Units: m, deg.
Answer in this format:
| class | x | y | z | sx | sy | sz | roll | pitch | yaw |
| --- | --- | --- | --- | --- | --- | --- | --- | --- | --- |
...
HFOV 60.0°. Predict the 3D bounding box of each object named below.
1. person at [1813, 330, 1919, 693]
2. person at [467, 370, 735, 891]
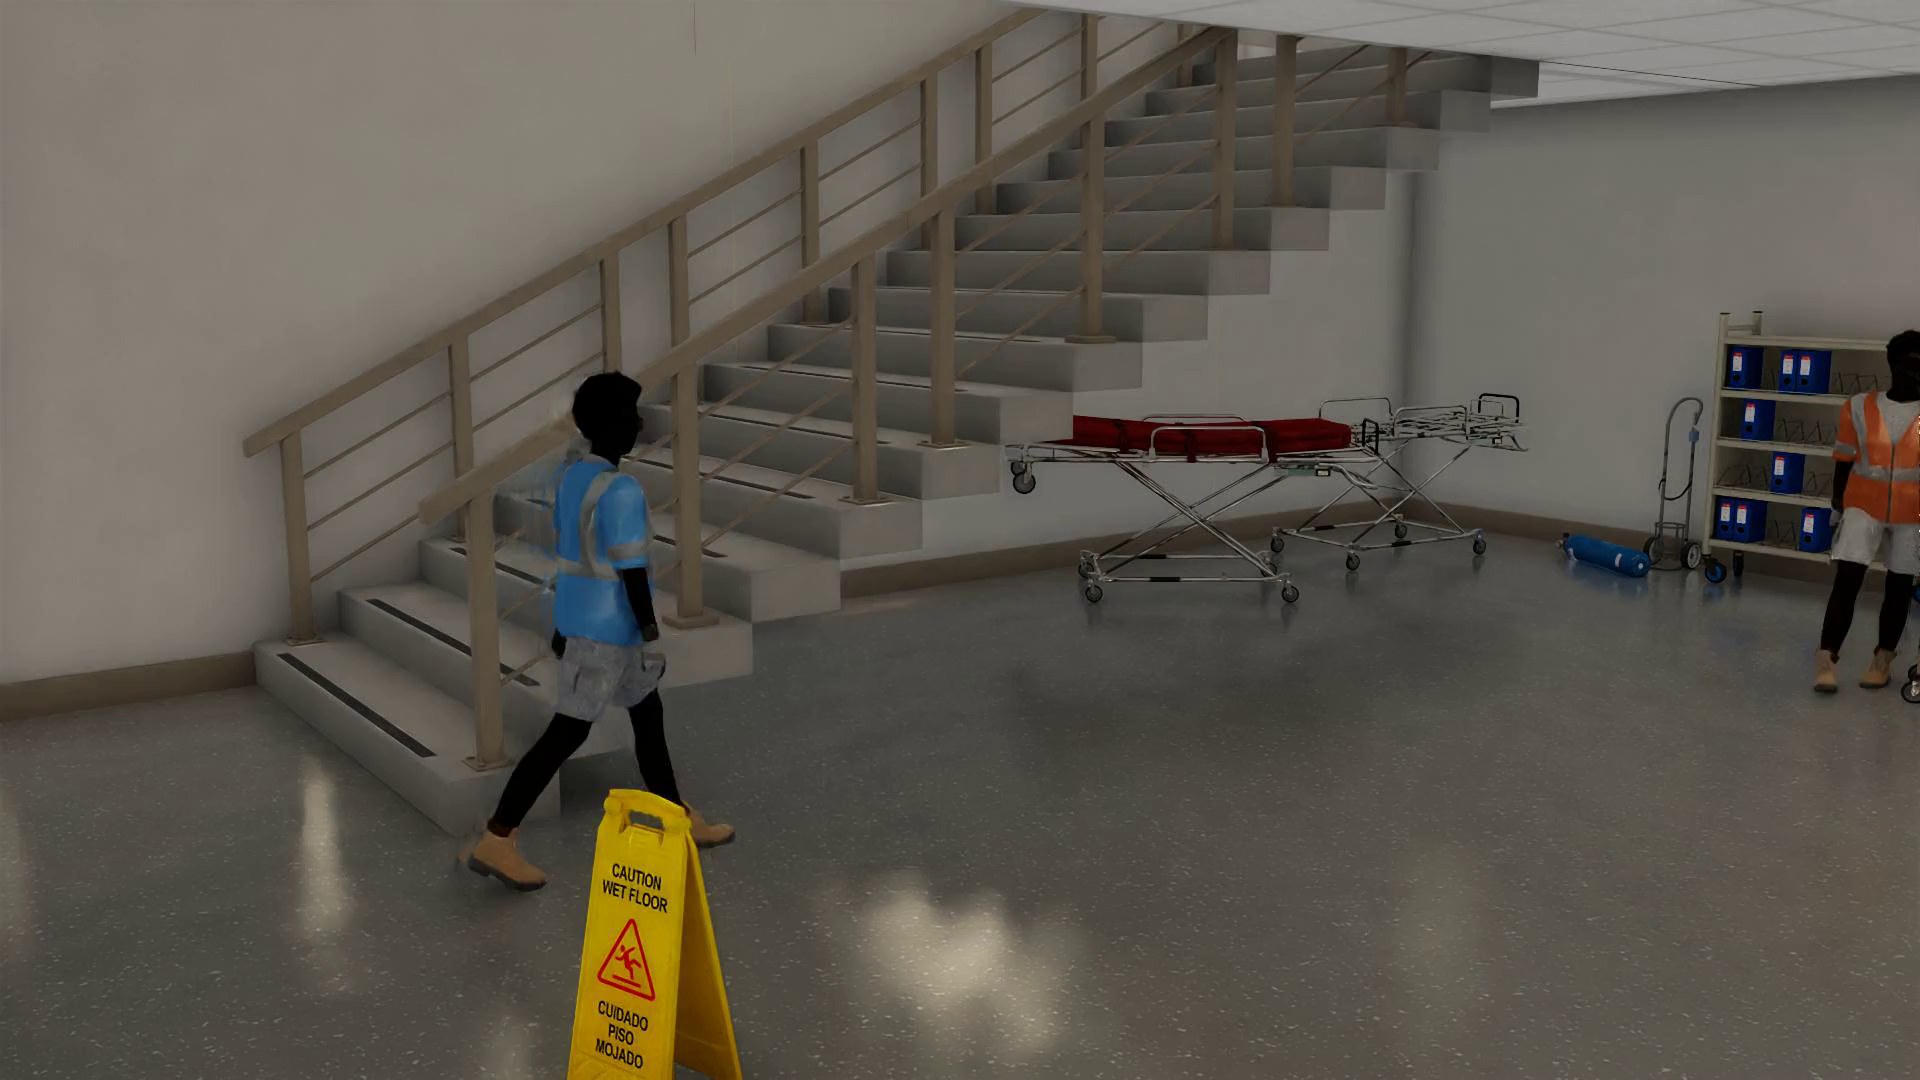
| class | x | y | z | sx | sy | sz | roll | pitch | yaw |
| --- | --- | --- | --- | --- | --- | --- | --- | --- | --- |
| person | 4.187 | -0.102 | 7.487 | 0.539 | 1.667 | 0.728 | 7 | 12 | 33 |
| person | -1.191 | 0.281 | 5.364 | 0.900 | 1.652 | 0.530 | -4 | 11 | -24 |
